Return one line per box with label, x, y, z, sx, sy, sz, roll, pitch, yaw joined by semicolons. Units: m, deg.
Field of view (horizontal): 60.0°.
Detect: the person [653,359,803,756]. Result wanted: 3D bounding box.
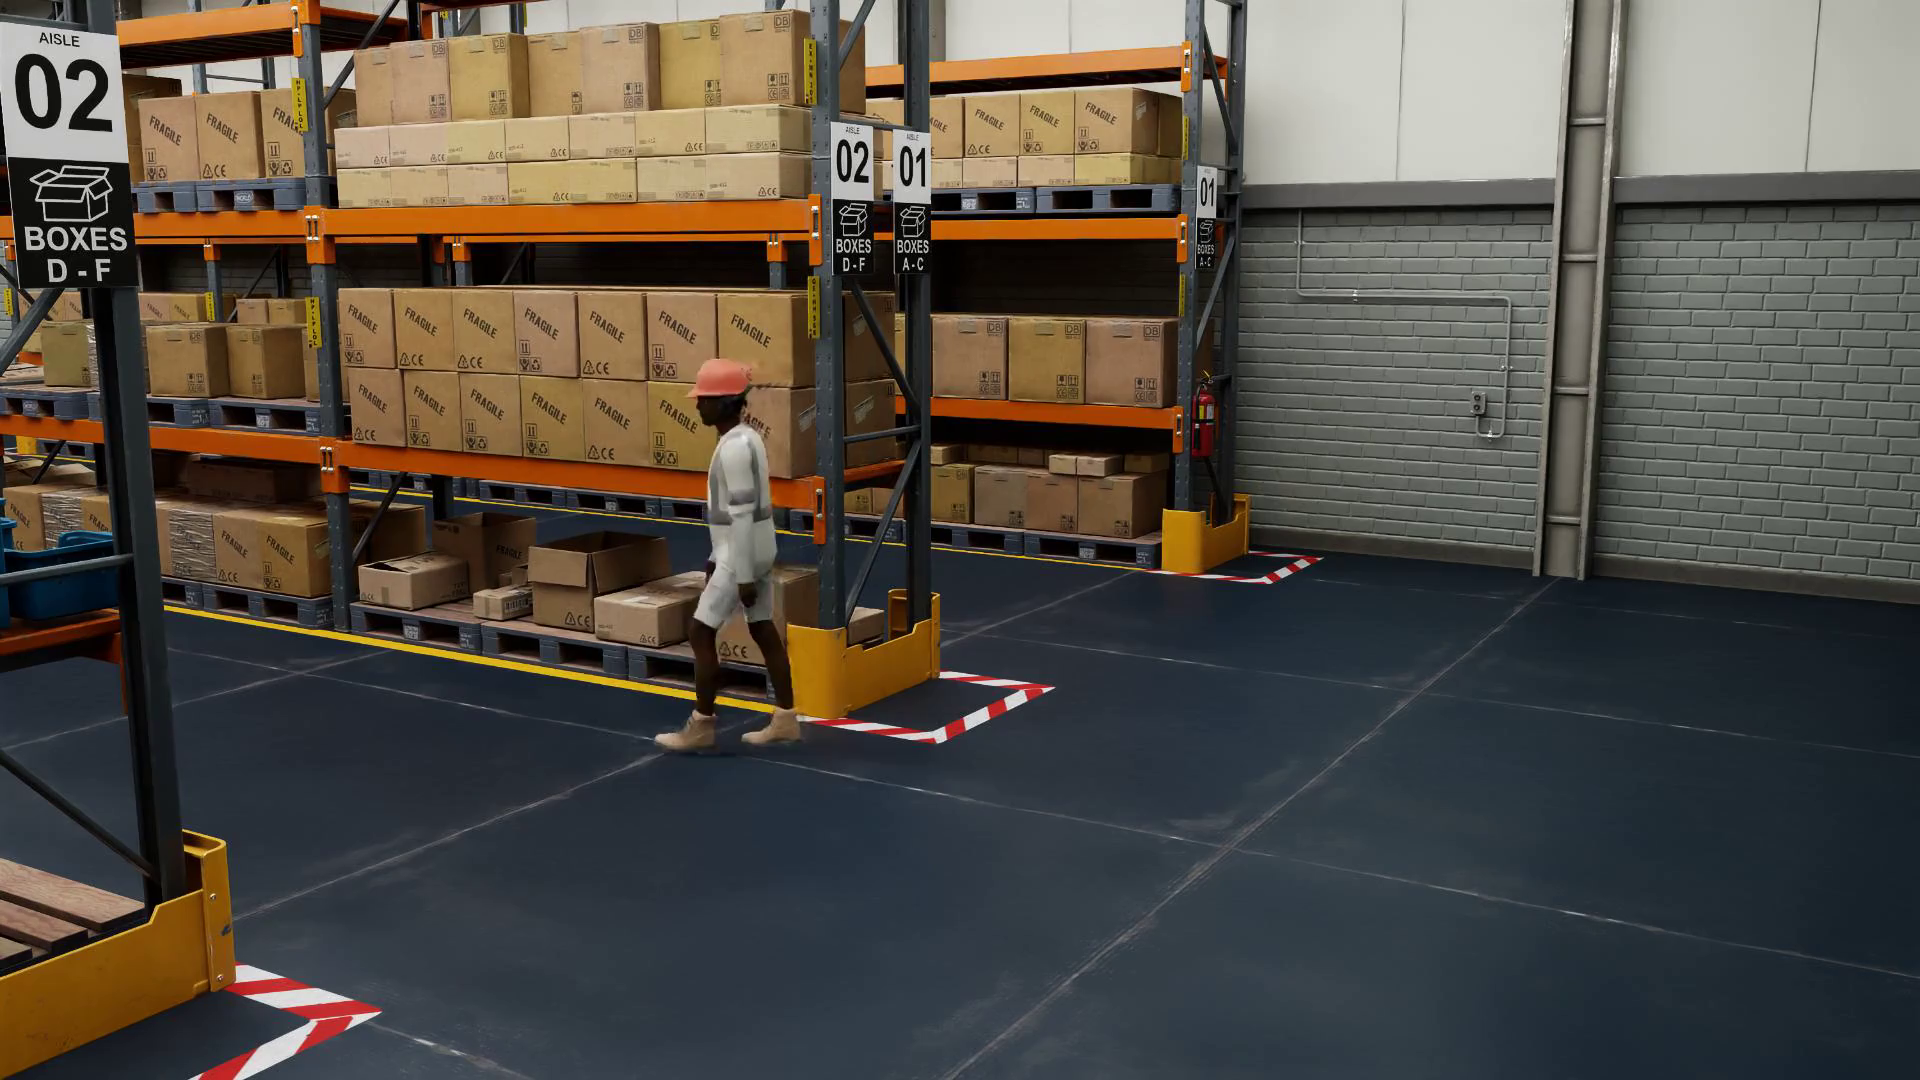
person;-1.215;0.094;8.449;0.880;2.009;0.615;0;10;3
